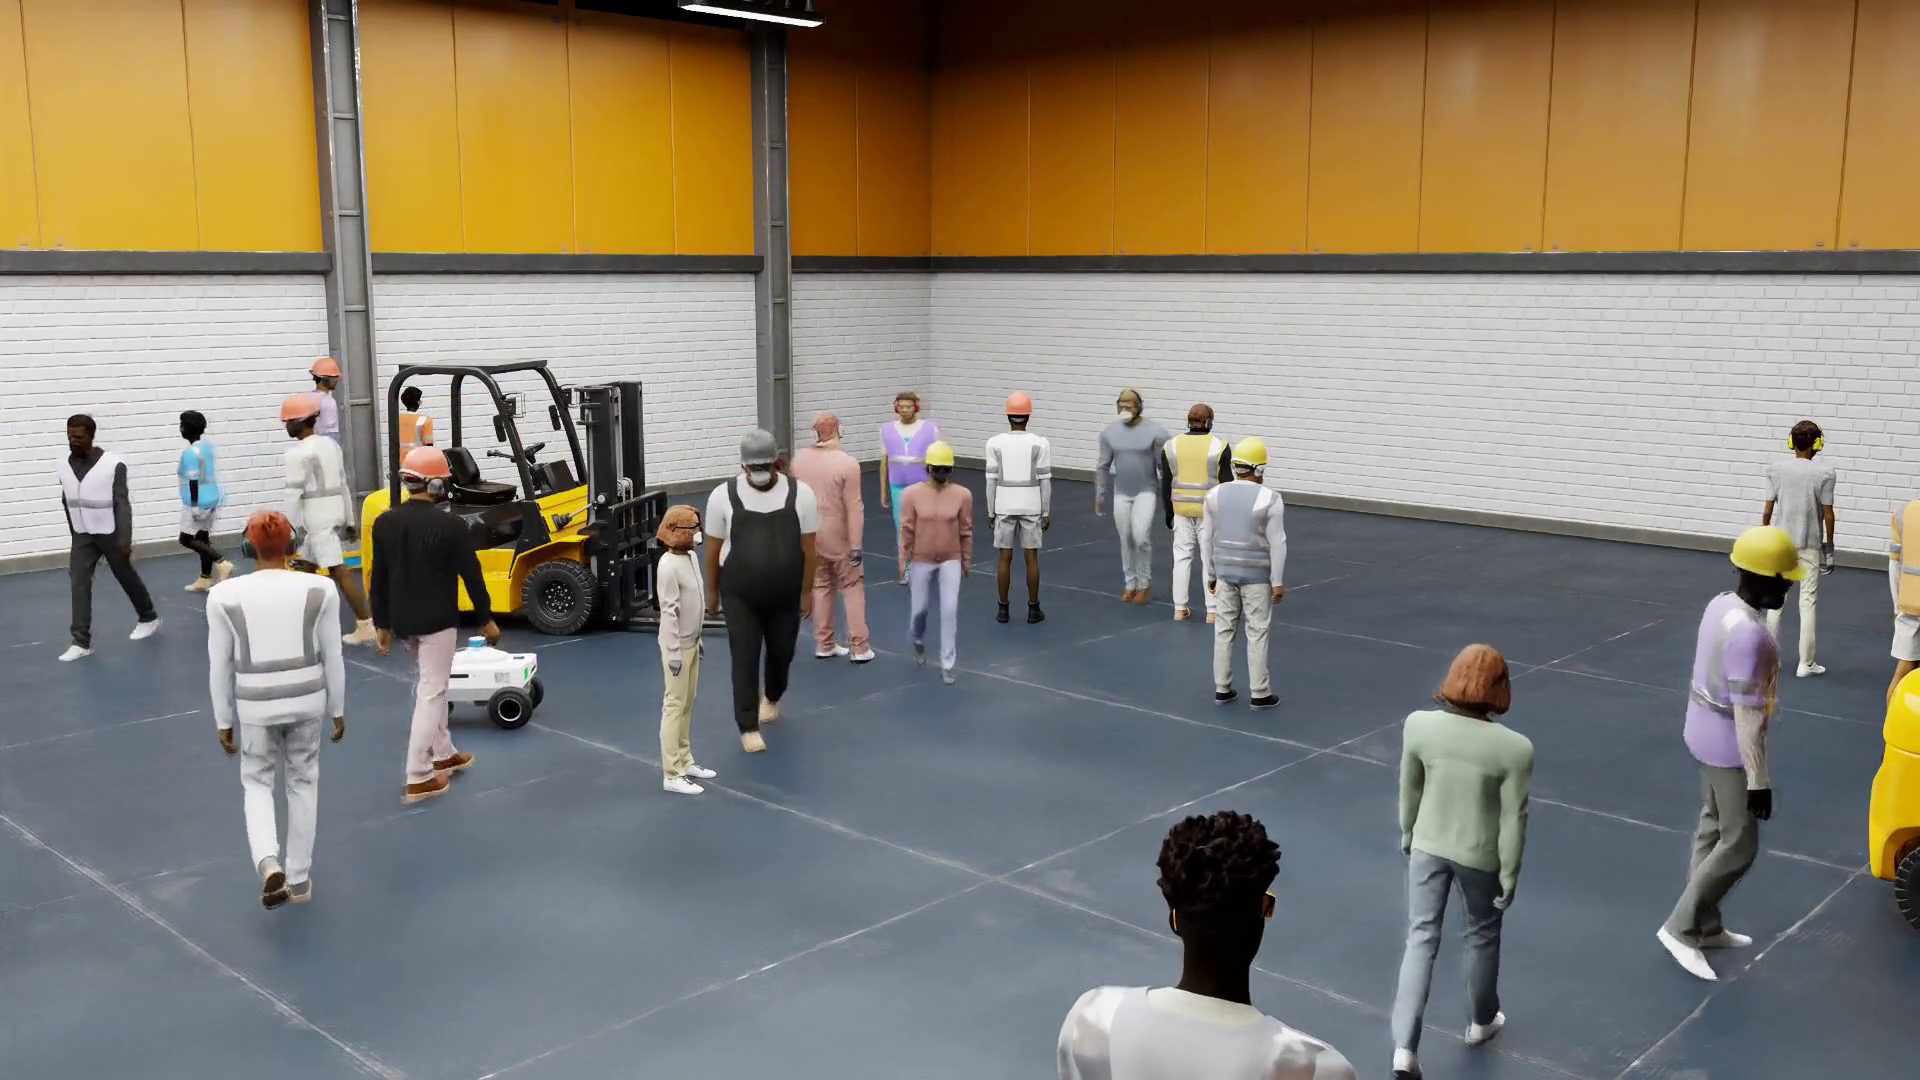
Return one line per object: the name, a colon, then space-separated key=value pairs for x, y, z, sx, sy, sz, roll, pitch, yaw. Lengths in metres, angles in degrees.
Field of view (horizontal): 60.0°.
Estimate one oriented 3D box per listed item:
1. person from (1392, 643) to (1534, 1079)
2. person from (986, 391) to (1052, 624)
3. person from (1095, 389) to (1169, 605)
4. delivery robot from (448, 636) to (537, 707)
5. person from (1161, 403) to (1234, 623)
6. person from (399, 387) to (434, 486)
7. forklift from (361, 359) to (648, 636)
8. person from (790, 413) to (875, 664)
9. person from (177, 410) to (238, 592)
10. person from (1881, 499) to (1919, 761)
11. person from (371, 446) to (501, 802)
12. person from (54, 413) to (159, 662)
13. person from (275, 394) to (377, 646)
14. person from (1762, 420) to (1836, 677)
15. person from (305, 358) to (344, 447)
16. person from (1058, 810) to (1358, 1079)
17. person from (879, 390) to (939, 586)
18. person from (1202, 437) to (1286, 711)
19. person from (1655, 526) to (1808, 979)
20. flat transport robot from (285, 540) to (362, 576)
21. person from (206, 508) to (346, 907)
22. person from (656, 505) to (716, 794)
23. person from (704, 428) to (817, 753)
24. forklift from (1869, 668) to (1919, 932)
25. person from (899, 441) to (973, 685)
person: x=1.821 y=1.168 z=6.110 sx=0.506 sy=1.599 sz=0.821 roll=6 pitch=11 yaw=32
person: x=0.488 y=-0.266 z=13.846 sx=0.548 sy=1.942 sz=0.348 roll=1 pitch=9 yaw=7
person: x=1.519 y=-0.370 z=14.577 sx=0.703 sy=1.910 sz=0.619 roll=5 pitch=10 yaw=26
delivery robot: x=-3.131 y=0.872 z=10.821 sx=0.707 sy=0.478 sz=0.477 roll=-1 pitch=9 yaw=-4
person: x=2.000 y=-0.223 z=13.912 sx=0.621 sy=1.838 sz=0.429 roll=5 pitch=10 yaw=26
person: x=-5.883 y=-0.804 z=17.916 sx=0.536 sy=1.693 sz=0.317 roll=3 pitch=10 yaw=17
forklift: x=-3.850 y=-0.407 z=13.936 sx=2.313 sy=2.155 sz=1.214 roll=2 pitch=9 yaw=11
person: x=-0.930 y=-0.019 z=12.534 sx=0.681 sy=1.875 sz=0.526 roll=6 pitch=11 yaw=33
person: x=-6.865 y=-0.344 z=15.112 sx=0.447 sy=1.682 sz=0.540 roll=-1 pitch=9 yaw=-3
person: x=5.729 y=0.404 z=9.782 sx=0.374 sy=1.927 sz=0.542 roll=-3 pitch=10 yaw=-16
person: x=-2.925 y=0.444 z=9.409 sx=0.619 sy=1.961 sz=0.809 roll=4 pitch=10 yaw=26
person: x=-6.628 y=-0.068 z=12.888 sx=0.599 sy=1.870 sz=1.023 roll=1 pitch=9 yaw=8
person: x=-5.076 y=-0.145 z=12.982 sx=1.106 sy=1.972 sz=0.624 roll=1 pitch=9 yaw=7
person: x=6.091 y=0.061 z=12.093 sx=0.521 sy=1.862 sz=0.328 roll=9 pitch=13 yaw=43
person: x=-6.615 y=-0.884 z=17.381 sx=0.425 sy=2.034 sz=0.608 roll=-8 pitch=12 yaw=-42
person: x=0.473 y=1.466 z=3.148 sx=0.608 sy=1.966 sz=0.364 roll=5 pitch=11 yaw=30
person: x=-0.462 y=-0.499 z=15.600 sx=0.592 sy=1.828 sz=0.482 roll=2 pitch=9 yaw=9
person: x=1.917 y=0.223 z=11.177 sx=0.591 sy=1.833 sz=0.404 roll=7 pitch=12 yaw=36
person: x=3.248 y=0.878 z=6.999 sx=0.438 sy=1.904 sz=0.638 roll=3 pitch=10 yaw=15
flat transport robot: x=-6.005 y=0.153 z=16.386 sx=0.652 sy=0.197 sz=1.431 roll=7 pitch=12 yaw=38
person: x=-3.106 y=0.791 z=7.616 sx=0.574 sy=1.869 sz=0.539 roll=-4 pitch=10 yaw=-23
person: x=-1.565 y=0.607 z=9.433 sx=0.278 sy=1.633 sz=0.507 roll=1 pitch=9 yaw=6
person: x=-1.247 y=0.247 z=10.399 sx=0.699 sy=2.000 sz=0.789 roll=-3 pitch=10 yaw=-15
forklift: x=5.205 y=0.723 z=7.013 sx=2.313 sy=2.155 sz=1.214 roll=9 pitch=13 yaw=43
person: x=-0.179 y=0.131 z=12.000 sx=0.540 sy=1.748 sz=0.621 roll=-1 pitch=9 yaw=-6
